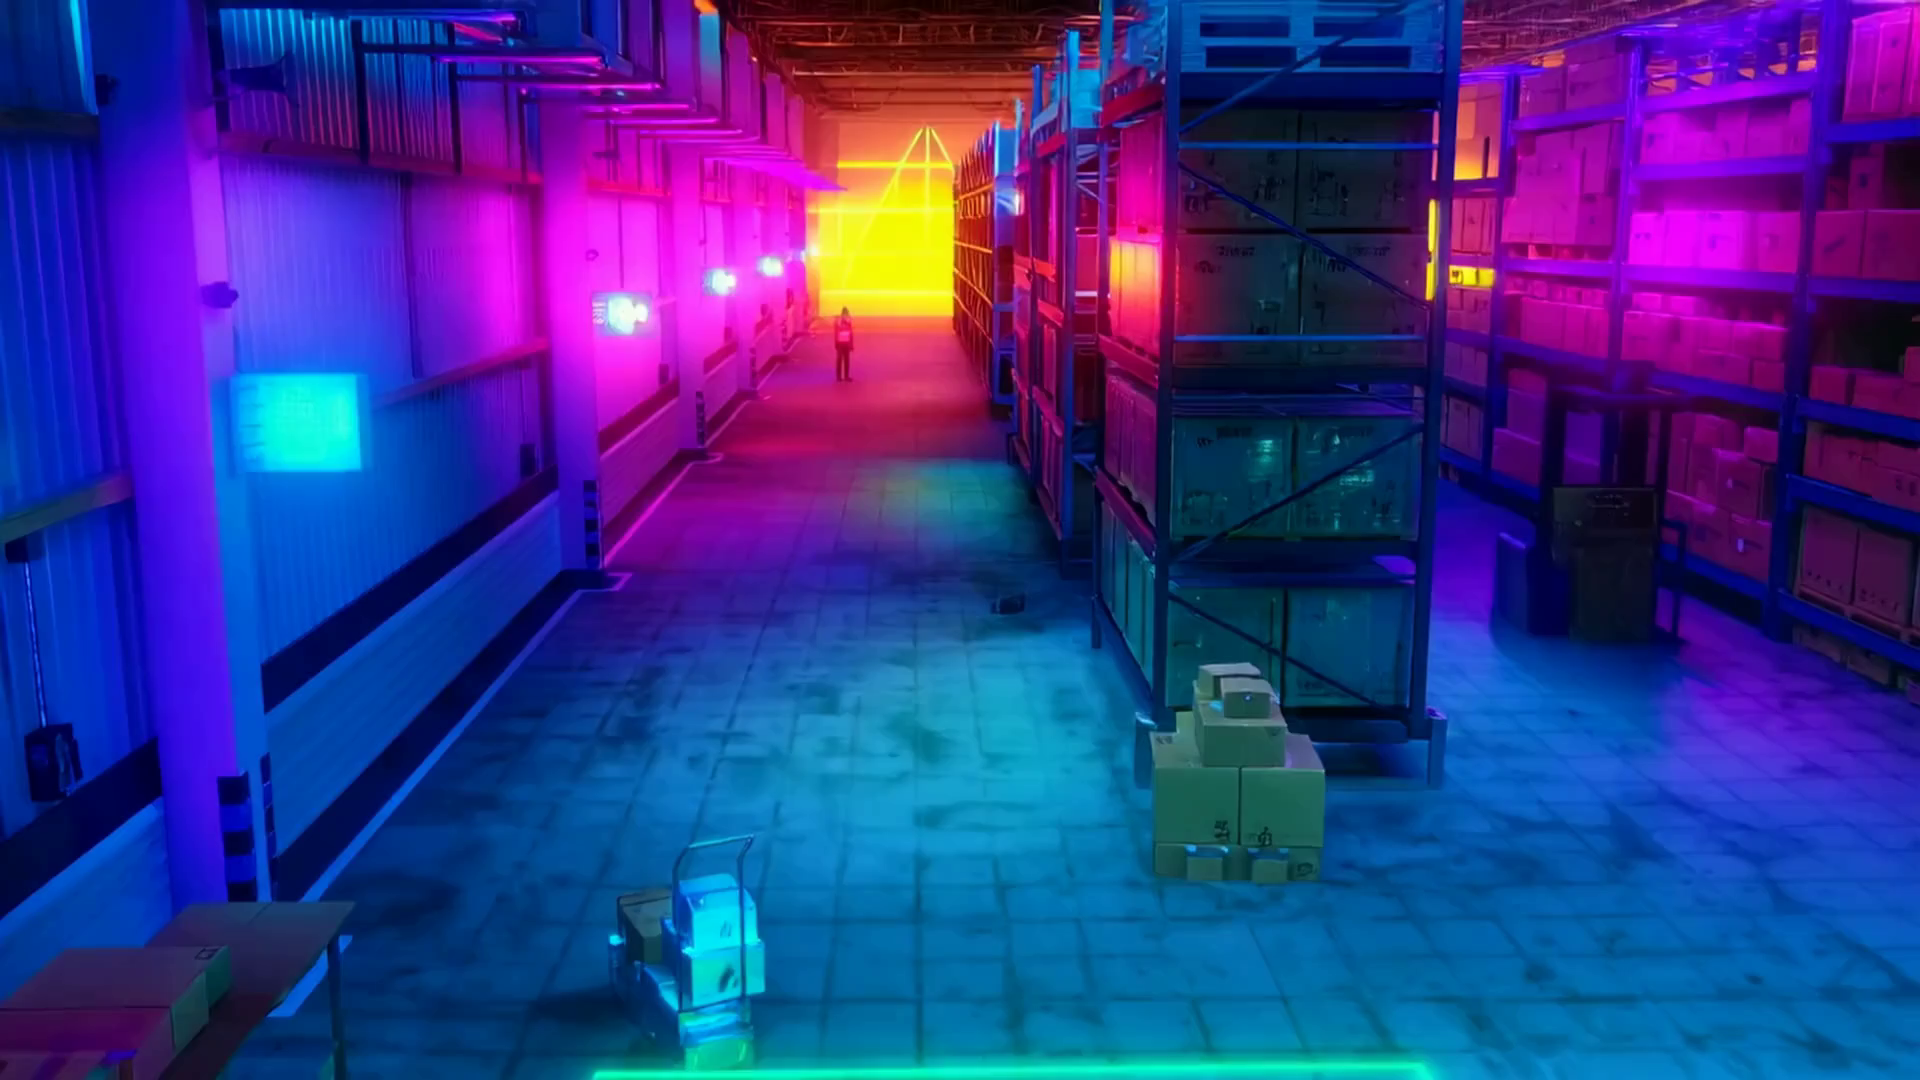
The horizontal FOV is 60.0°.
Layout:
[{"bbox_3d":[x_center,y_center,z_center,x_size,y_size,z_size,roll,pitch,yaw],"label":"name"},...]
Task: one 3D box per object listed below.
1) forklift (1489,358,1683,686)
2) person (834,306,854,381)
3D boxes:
[{"bbox_3d":[5.728,-0.257,15.186,1.129,2.768,1.873,0,11,-2],"label":"forklift"},{"bbox_3d":[-2.968,-5.022,42.526,0.586,1.909,0.391,-9,14,-39],"label":"person"}]
